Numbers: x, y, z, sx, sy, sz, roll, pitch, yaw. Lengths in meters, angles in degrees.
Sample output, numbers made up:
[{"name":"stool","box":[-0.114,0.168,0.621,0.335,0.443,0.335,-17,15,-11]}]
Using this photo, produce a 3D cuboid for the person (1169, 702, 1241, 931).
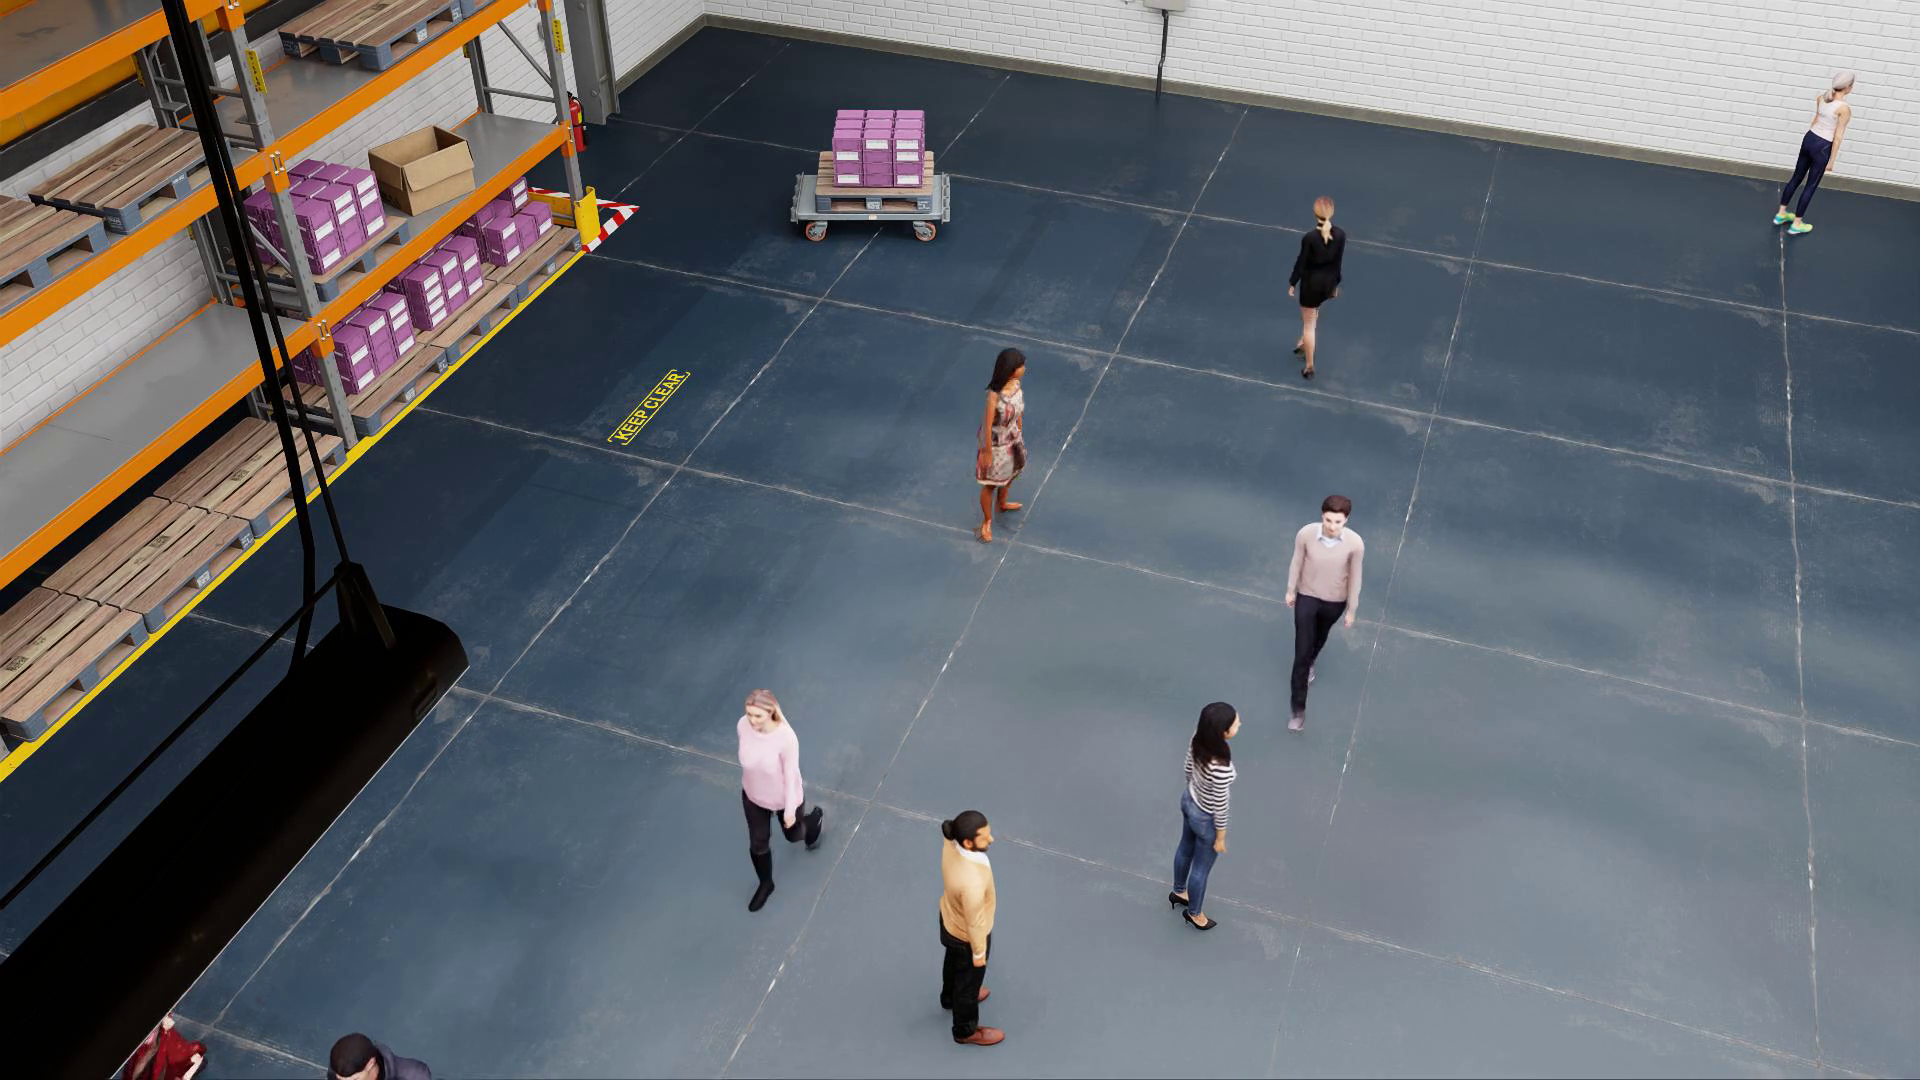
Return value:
[{"name":"person","box":[1.462,1.650,9.961,0.712,1.795,0.622,-10,40,-13]}]

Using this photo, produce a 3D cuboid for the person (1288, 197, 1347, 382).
[{"name":"person","box":[3.201,-2.186,14.801,0.840,1.750,0.917,-12,40,-15]}]

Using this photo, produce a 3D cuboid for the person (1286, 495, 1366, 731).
[{"name":"person","box":[2.530,0.380,11.581,0.721,1.758,1.178,8,39,10]}]

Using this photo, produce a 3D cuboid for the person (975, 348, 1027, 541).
[{"name":"person","box":[0.277,-0.749,13.104,0.599,1.622,0.821,-27,46,-30]}]

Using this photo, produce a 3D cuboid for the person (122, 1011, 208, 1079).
[{"name":"person","box":[-4.453,2.528,9.020,0.664,1.599,1.020,15,41,18]}]

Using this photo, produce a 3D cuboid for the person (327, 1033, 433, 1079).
[{"name":"person","box":[-2.709,2.909,8.337,0.728,1.854,0.697,10,40,12]}]

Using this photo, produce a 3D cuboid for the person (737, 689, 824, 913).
[{"name":"person","box":[-1.102,1.508,10.243,0.606,1.665,1.000,15,41,18]}]

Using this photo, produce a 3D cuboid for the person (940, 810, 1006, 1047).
[{"name":"person","box":[0.040,2.160,9.357,0.811,1.752,0.707,-8,39,-10]}]

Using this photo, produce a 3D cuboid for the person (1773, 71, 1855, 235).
[{"name":"person","box":[8.810,-4.003,17.116,0.738,1.699,0.659,-11,40,-14]}]
